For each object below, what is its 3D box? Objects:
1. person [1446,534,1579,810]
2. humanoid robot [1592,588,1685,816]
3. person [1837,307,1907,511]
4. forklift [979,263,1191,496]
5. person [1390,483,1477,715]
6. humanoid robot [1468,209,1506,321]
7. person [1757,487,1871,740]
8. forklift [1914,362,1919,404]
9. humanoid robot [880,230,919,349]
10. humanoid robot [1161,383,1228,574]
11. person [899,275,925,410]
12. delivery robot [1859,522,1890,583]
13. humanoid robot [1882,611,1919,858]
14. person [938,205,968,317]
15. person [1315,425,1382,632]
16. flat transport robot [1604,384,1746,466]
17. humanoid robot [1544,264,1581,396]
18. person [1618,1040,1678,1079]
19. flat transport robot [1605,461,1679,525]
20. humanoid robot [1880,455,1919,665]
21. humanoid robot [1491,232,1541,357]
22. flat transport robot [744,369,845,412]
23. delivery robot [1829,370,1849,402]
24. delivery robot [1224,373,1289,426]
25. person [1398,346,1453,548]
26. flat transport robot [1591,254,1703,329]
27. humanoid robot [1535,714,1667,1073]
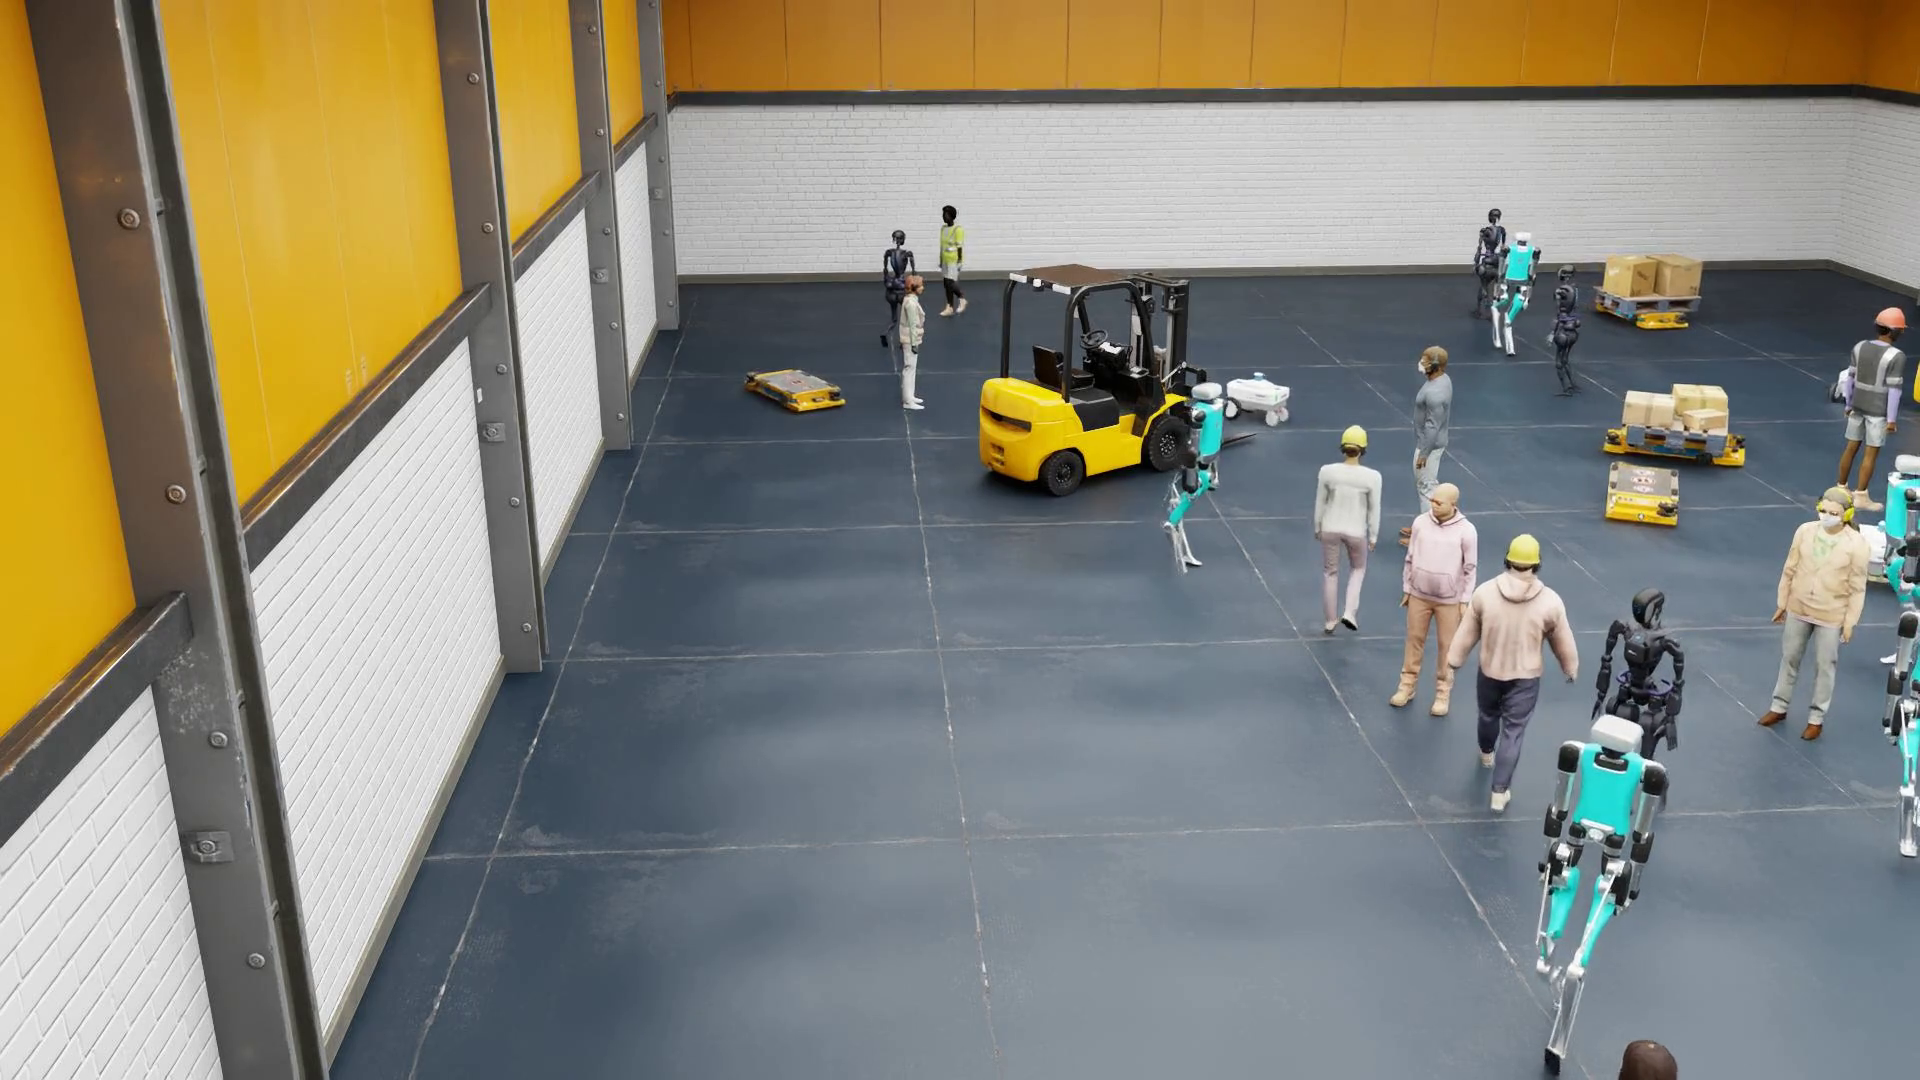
[{"bbox_3d":[3.694,0.832,11.119,0.809,1.818,0.916,11,23,27],"label":"person"},{"bbox_3d":[4.408,1.049,10.729,0.454,1.636,0.610,-15,25,-35],"label":"humanoid robot"},{"bbox_3d":[9.151,-1.313,16.653,0.402,2.035,0.633,-6,21,-17],"label":"person"},{"bbox_3d":[1.315,-1.764,17.646,2.313,2.155,1.214,-14,24,-33],"label":"forklift"},{"bbox_3d":[3.532,0.416,12.298,0.523,1.781,0.406,13,24,32],"label":"person"},{"bbox_3d":[7.866,-4.119,24.834,0.609,1.636,0.553,-11,23,-27],"label":"humanoid robot"},{"bbox_3d":[6.148,0.508,11.915,0.391,1.874,0.564,-17,26,-38],"label":"person"},{"bbox_3d":[12.602,-2.435,19.475,2.313,2.155,1.214,-1,20,-4],"label":"forklift"},{"bbox_3d":[-0.866,-3.451,22.989,0.586,1.638,0.508,13,24,31],"label":"humanoid robot"},{"bbox_3d":[2.034,-0.571,15.058,0.696,1.798,0.545,14,25,34],"label":"humanoid robot"},{"bbox_3d":[-0.582,-2.406,20.207,0.316,1.633,0.517,-2,20,-4],"label":"person"},{"bbox_3d":[8.204,0.124,14.838,0.499,0.570,0.753,7,21,19],"label":"delivery robot"},{"bbox_3d":[5.977,1.189,10.247,0.530,1.723,1.031,10,22,25],"label":"humanoid robot"},{"bbox_3d":[-0.150,-4.182,24.962,0.377,1.680,0.548,-13,24,-31],"label":"person"},{"bbox_3d":[3.176,-0.078,13.687,0.538,1.750,0.404,7,21,19],"label":"person"},{"bbox_3d":[7.976,-1.074,18.553,1.431,0.231,0.659,9,22,23],"label":"flat transport robot"},{"bbox_3d":[7.545,-2.611,20.717,0.394,1.641,0.600,17,26,39],"label":"humanoid robot"},{"bbox_3d":[2.476,2.661,6.222,0.480,1.775,0.386,-3,20,-8],"label":"person"},{"bbox_3d":[6.952,-0.482,16.942,0.659,0.231,1.431,8,22,20],"label":"flat transport robot"},{"bbox_3d":[7.487,0.275,12.924,0.754,1.894,0.532,3,20,9],"label":"humanoid robot"},{"bbox_3d":[7.510,-3.360,22.696,0.553,1.751,1.039,2,20,5],"label":"humanoid robot"},{"bbox_3d":[-2.075,-1.875,20.736,0.659,0.231,1.431,-13,24,-32],"label":"flat transport robot"},{"bbox_3d":[11.151,-1.967,20.522,0.734,0.560,0.499,-16,25,-36],"label":"delivery robot"},{"bbox_3d":[3.513,-1.686,19.835,0.791,0.614,0.499,15,25,35],"label":"delivery robot"},{"bbox_3d":[4.377,-0.874,15.587,0.373,1.940,0.629,7,21,17],"label":"person"},{"bbox_3d":[10.215,-3.400,24.890,0.659,0.231,1.431,-3,20,-9],"label":"flat transport robot"},{"bbox_3d":[3.166,1.853,8.495,0.552,1.787,0.942,12,23,29],"label":"humanoid robot"}]
